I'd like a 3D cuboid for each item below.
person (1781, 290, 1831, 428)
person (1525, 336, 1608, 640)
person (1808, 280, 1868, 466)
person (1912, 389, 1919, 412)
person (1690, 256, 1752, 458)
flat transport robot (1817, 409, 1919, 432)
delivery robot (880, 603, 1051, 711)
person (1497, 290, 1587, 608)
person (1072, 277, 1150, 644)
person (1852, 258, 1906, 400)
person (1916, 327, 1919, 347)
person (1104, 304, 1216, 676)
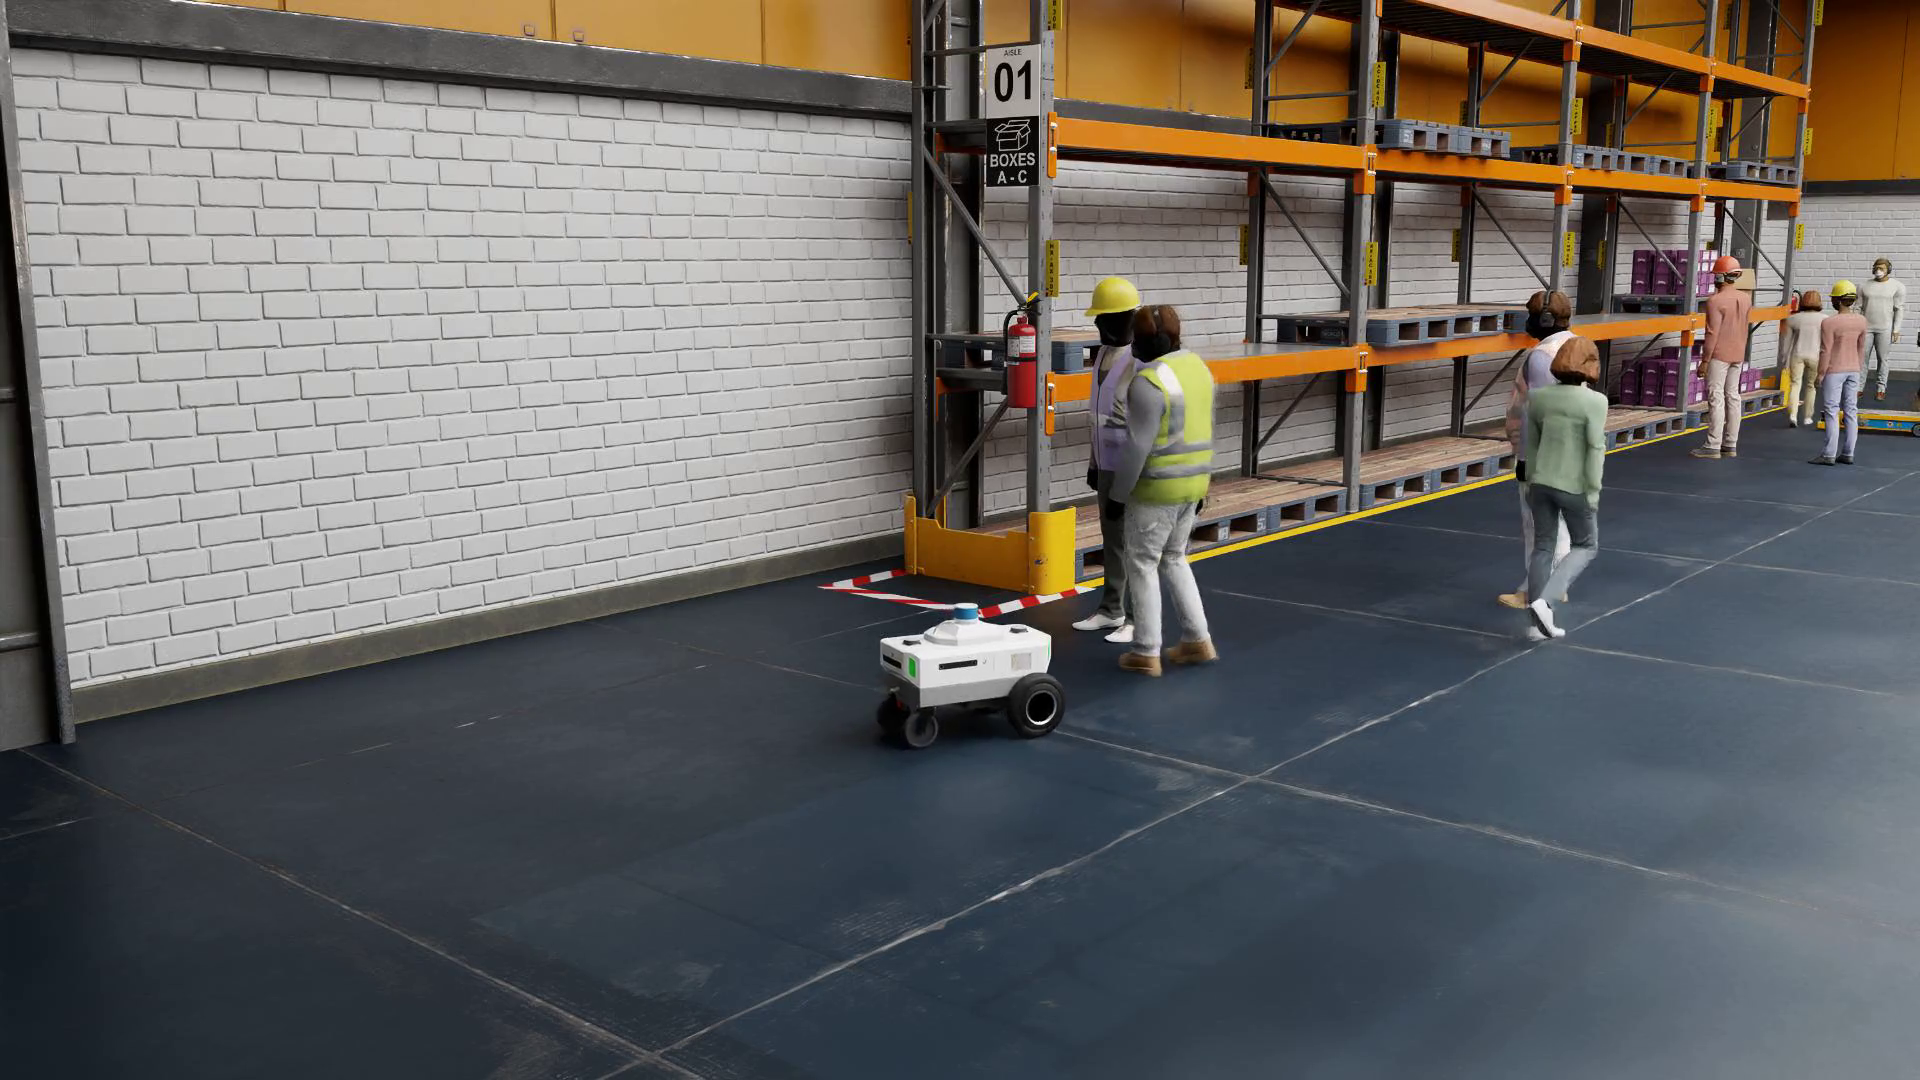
[{"bbox_3d":[9.828,-2.108,19.354,0.515,1.596,0.842,7,12,33],"label":"person"},{"bbox_3d":[3.134,-0.254,8.715,0.406,1.619,0.518,-6,12,-33],"label":"person"},{"bbox_3d":[8.405,-1.592,15.923,0.524,1.769,0.326,-3,10,-17],"label":"person"},{"bbox_3d":[12.365,-2.536,20.518,0.683,2.000,0.955,-6,11,-29],"label":"person"},{"bbox_3d":[7.556,-1.808,16.500,0.608,1.996,0.381,-6,11,-29],"label":"person"},{"bbox_3d":[10.501,-1.330,18.688,1.431,0.197,0.652,8,13,40],"label":"flat transport robot"},{"bbox_3d":[0.023,0.513,7.110,0.707,0.478,0.477,-5,11,-27],"label":"delivery robot"},{"bbox_3d":[3.374,-0.519,9.627,0.428,1.837,0.625,8,13,37],"label":"person"},{"bbox_3d":[0.842,-0.416,8.791,0.383,1.921,0.585,-4,11,-23],"label":"person"},{"bbox_3d":[12.552,-2.883,22.786,0.631,1.940,0.372,8,13,39],"label":"person"},{"bbox_3d":[13.350,-2.805,22.676,0.523,1.825,0.549,-1,10,-8],"label":"person"},{"bbox_3d":[0.981,-0.228,8.058,0.434,1.807,0.666,8,13,37],"label":"person"}]
